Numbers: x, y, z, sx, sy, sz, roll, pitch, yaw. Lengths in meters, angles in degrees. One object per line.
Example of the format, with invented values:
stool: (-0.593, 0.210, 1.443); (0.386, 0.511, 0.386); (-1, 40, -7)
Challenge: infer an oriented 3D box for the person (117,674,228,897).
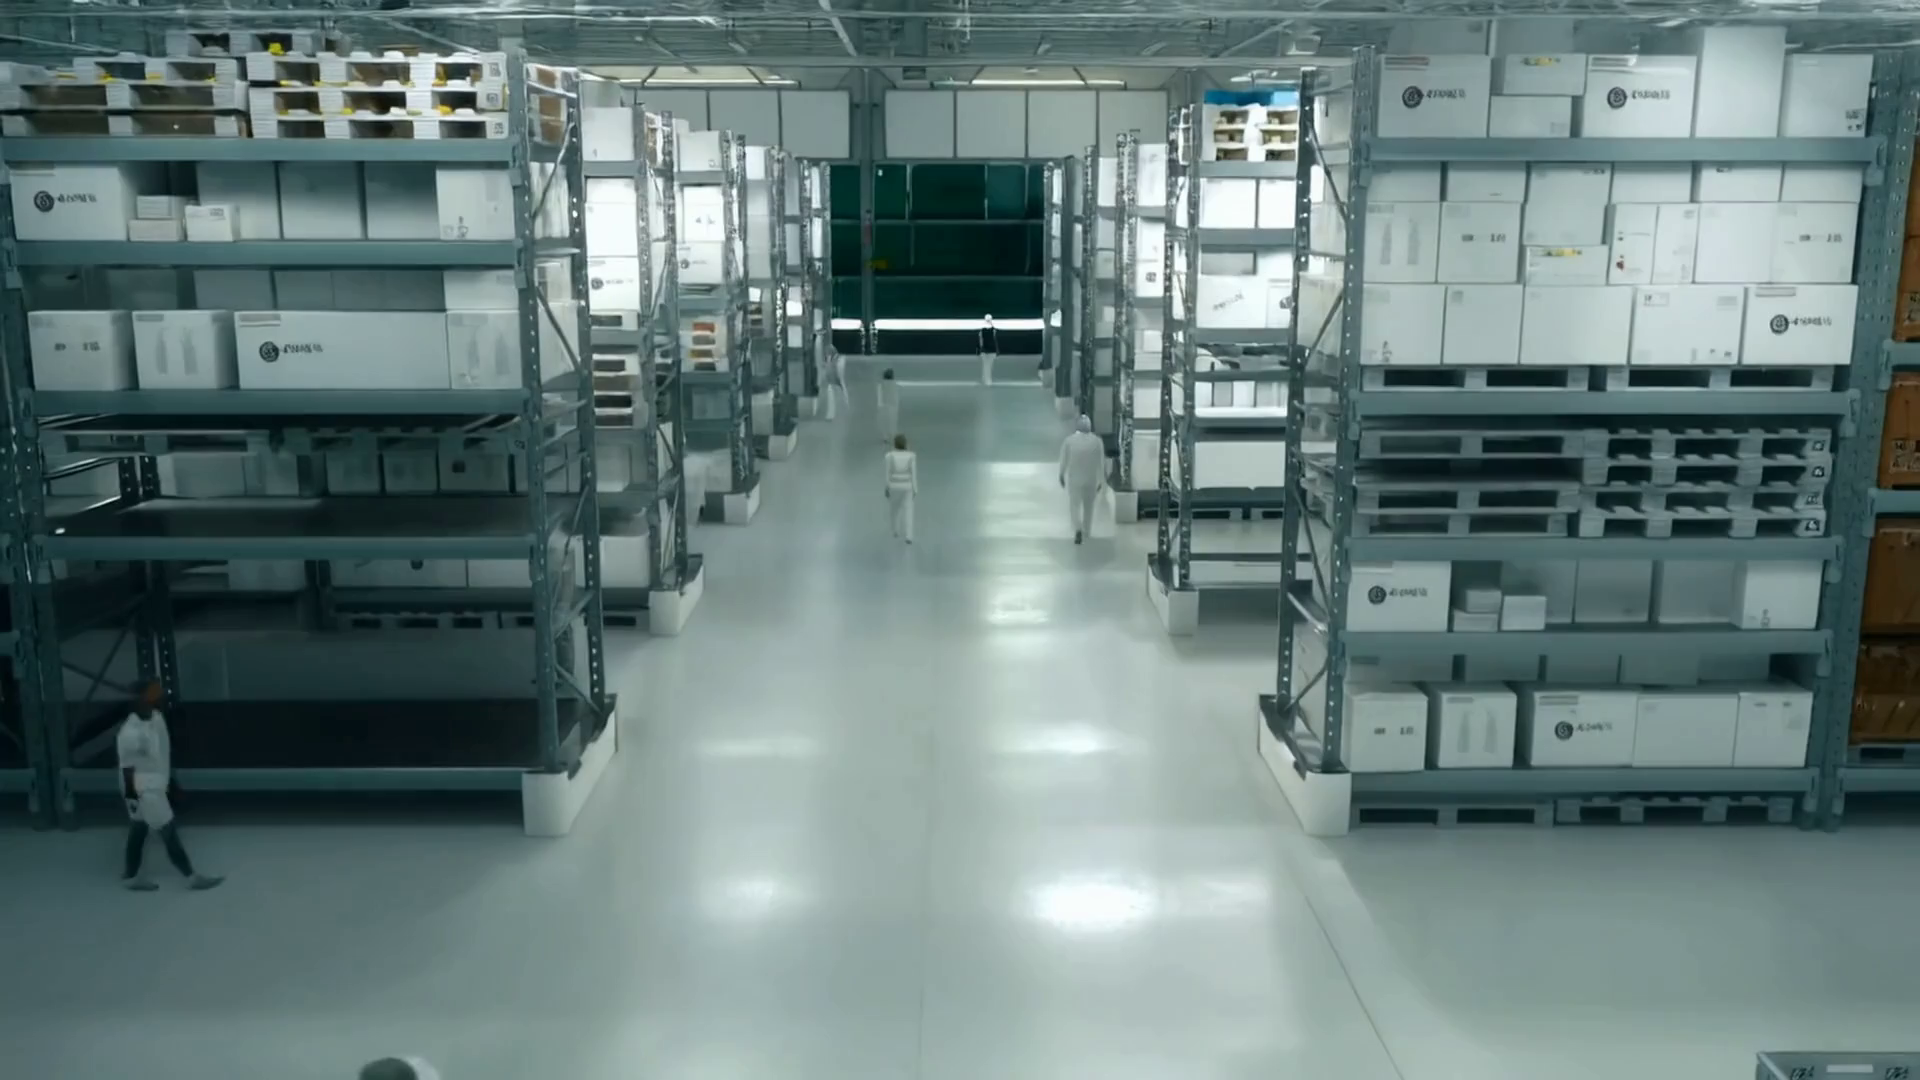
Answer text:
person: (-5.696, 1.770, 11.939); (0.819, 1.655, 0.553); (-1, 11, -6)

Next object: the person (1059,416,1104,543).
person: (1.811, -0.908, 24.735); (0.656, 1.867, 0.969); (0, 11, 1)

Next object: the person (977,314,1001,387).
person: (0.812, -5.218, 45.795); (0.635, 1.973, 0.505); (5, 12, 22)

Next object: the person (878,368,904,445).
person: (-1.469, -2.823, 34.877); (0.524, 1.582, 0.839); (5, 12, 24)

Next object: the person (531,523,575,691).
person: (-4.211, 0.585, 17.145); (0.637, 1.936, 0.356); (11, 16, 43)

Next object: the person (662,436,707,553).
person: (-3.818, -0.477, 22.512); (0.657, 1.889, 0.680); (8, 14, 34)

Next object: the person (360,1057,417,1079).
person: (-2.152, 2.843, 6.667); (0.863, 1.655, 0.540); (0, 11, -2)

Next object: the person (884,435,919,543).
person: (-0.867, -0.767, 24.714); (0.543, 1.588, 0.876); (-2, 12, -11)

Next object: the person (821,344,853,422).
person: (-2.828, -3.631, 38.461); (0.931, 1.788, 0.690); (-11, 16, -43)
